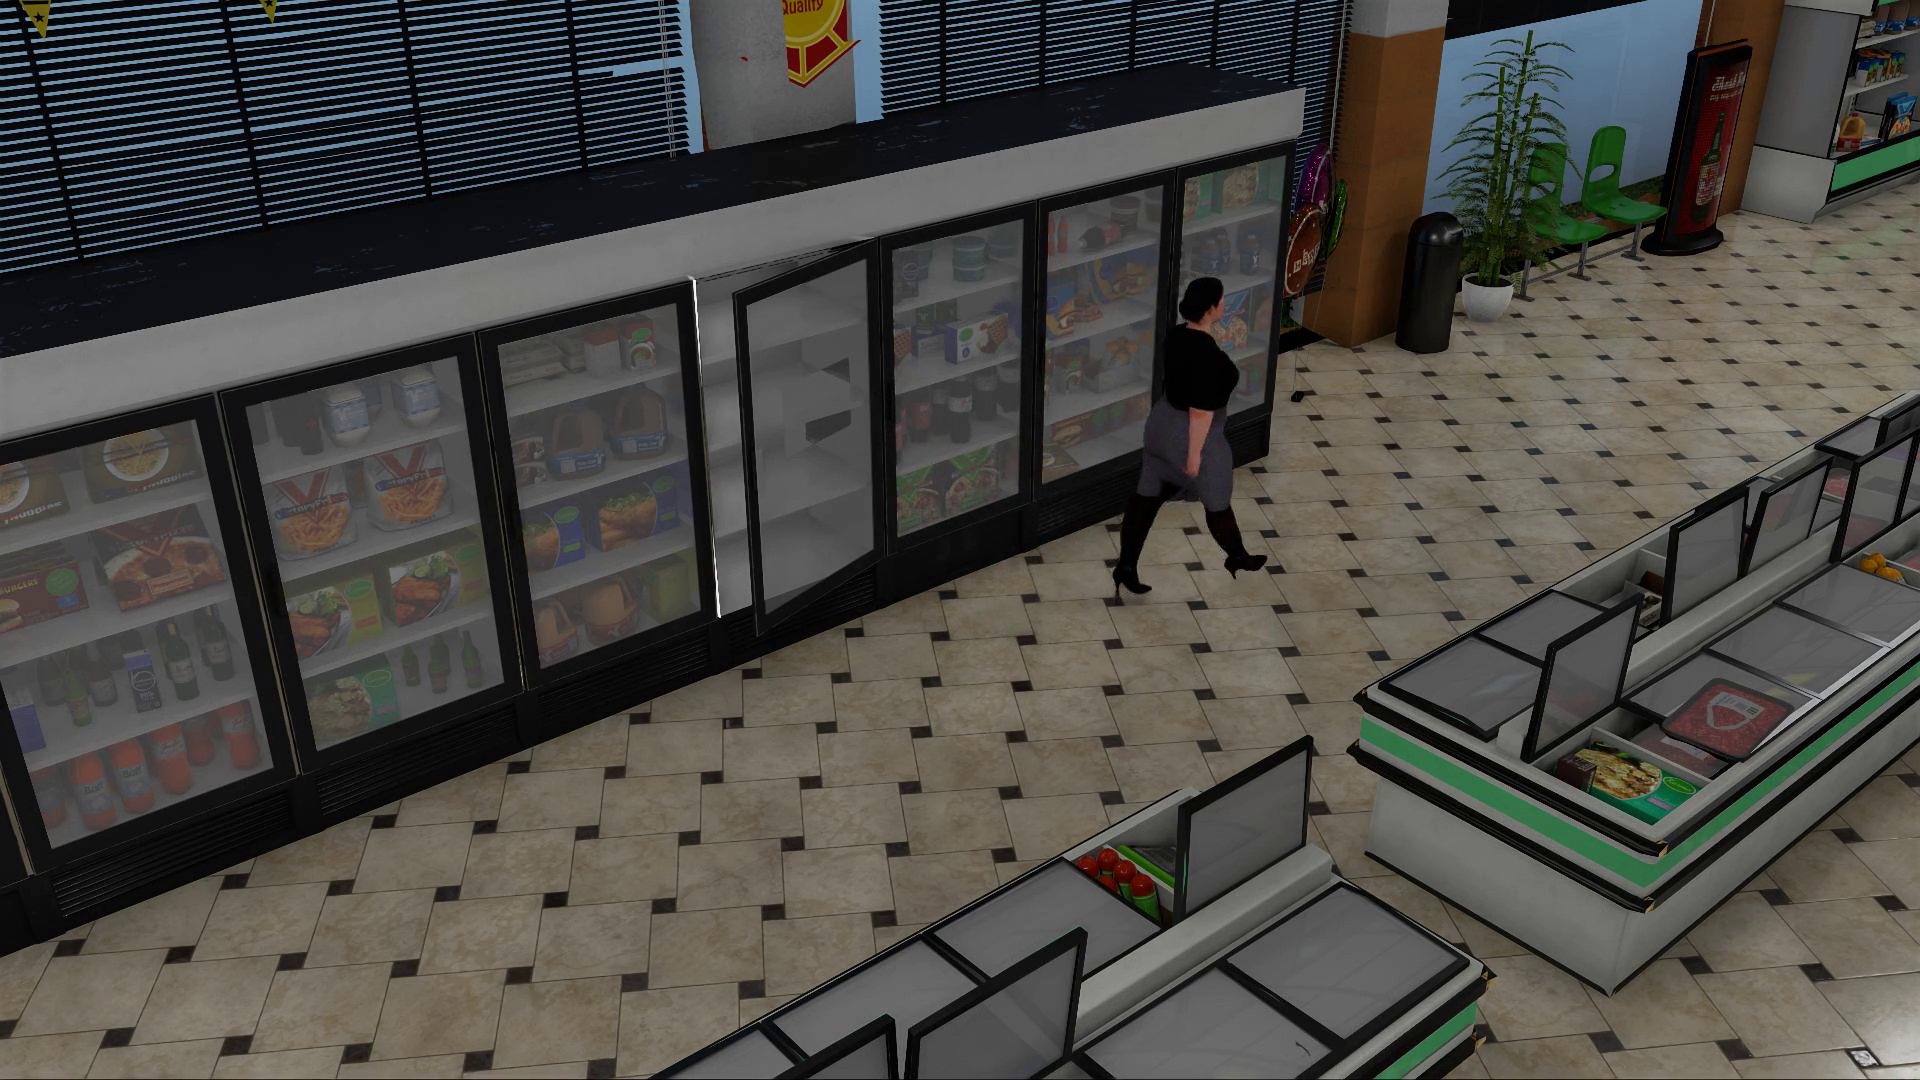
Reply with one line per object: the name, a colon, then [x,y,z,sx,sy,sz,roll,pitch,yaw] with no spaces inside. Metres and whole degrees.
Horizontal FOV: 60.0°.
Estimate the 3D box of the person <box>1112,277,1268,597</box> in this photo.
person: [1.060,-0.454,8.474,1.185,1.707,0.898,-10,29,-19]
